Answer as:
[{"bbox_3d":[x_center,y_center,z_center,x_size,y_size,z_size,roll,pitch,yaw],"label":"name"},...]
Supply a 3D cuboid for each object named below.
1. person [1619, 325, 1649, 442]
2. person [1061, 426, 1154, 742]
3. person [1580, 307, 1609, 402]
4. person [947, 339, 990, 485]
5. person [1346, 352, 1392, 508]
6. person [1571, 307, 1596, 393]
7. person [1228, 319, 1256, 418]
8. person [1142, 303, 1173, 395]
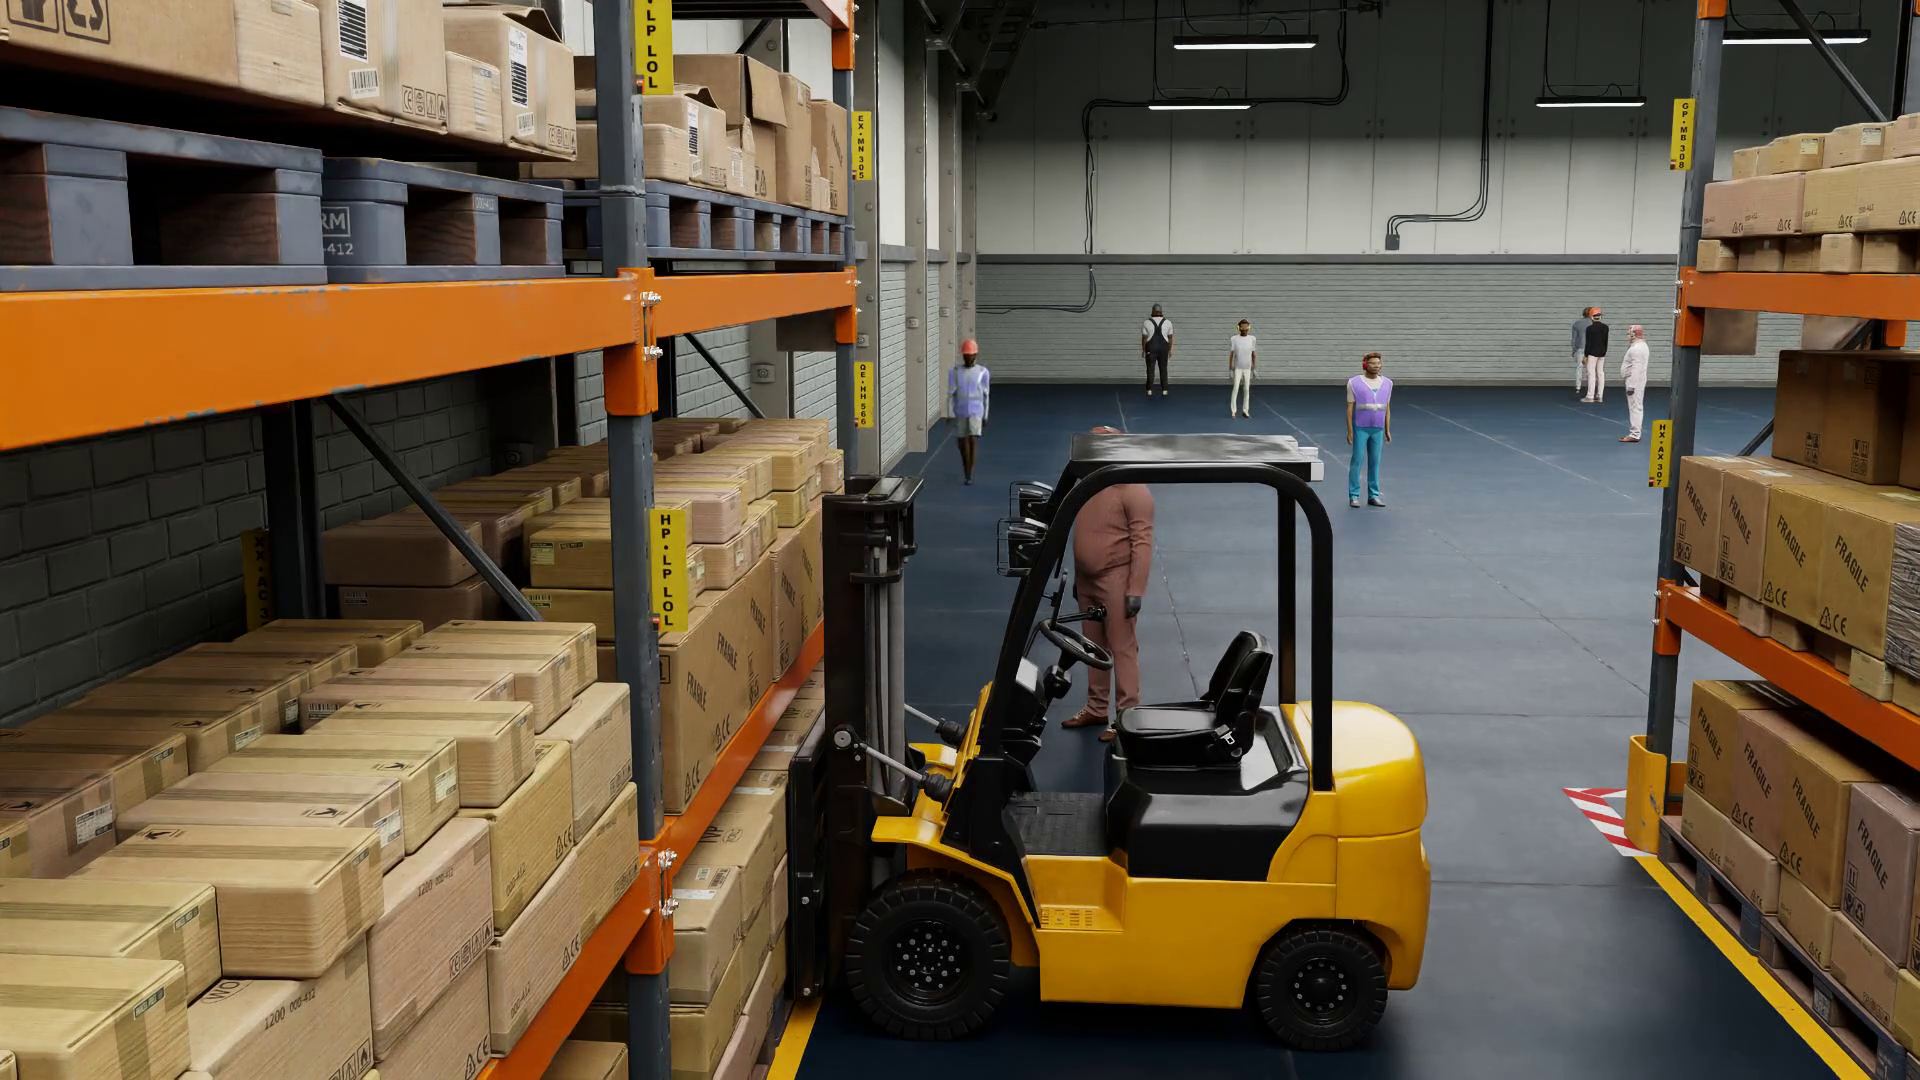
[{"bbox_3d":[10.943,-2.535,27.031,0.399,1.903,0.642,5,11,30],"label":"person"},{"bbox_3d":[0.874,0.260,10.079,0.403,1.904,0.651,-6,11,-31],"label":"person"},{"bbox_3d":[13.334,-3.886,34.955,0.608,1.986,0.391,-4,10,-25],"label":"person"},{"bbox_3d":[0.123,-1.708,21.983,0.552,1.919,0.806,1,9,7],"label":"person"},{"bbox_3d":[4.850,-1.313,19.771,0.568,1.849,0.386,-2,10,-13],"label":"person"},{"bbox_3d":[14.079,-4.268,37.412,0.627,1.940,0.377,6,11,31],"label":"person"},{"bbox_3d":[5.310,-3.214,31.241,0.535,1.868,0.309,-1,9,-5],"label":"person"},{"bbox_3d":[4.368,-4.250,36.995,0.688,2.000,0.535,0,9,0],"label":"person"}]
